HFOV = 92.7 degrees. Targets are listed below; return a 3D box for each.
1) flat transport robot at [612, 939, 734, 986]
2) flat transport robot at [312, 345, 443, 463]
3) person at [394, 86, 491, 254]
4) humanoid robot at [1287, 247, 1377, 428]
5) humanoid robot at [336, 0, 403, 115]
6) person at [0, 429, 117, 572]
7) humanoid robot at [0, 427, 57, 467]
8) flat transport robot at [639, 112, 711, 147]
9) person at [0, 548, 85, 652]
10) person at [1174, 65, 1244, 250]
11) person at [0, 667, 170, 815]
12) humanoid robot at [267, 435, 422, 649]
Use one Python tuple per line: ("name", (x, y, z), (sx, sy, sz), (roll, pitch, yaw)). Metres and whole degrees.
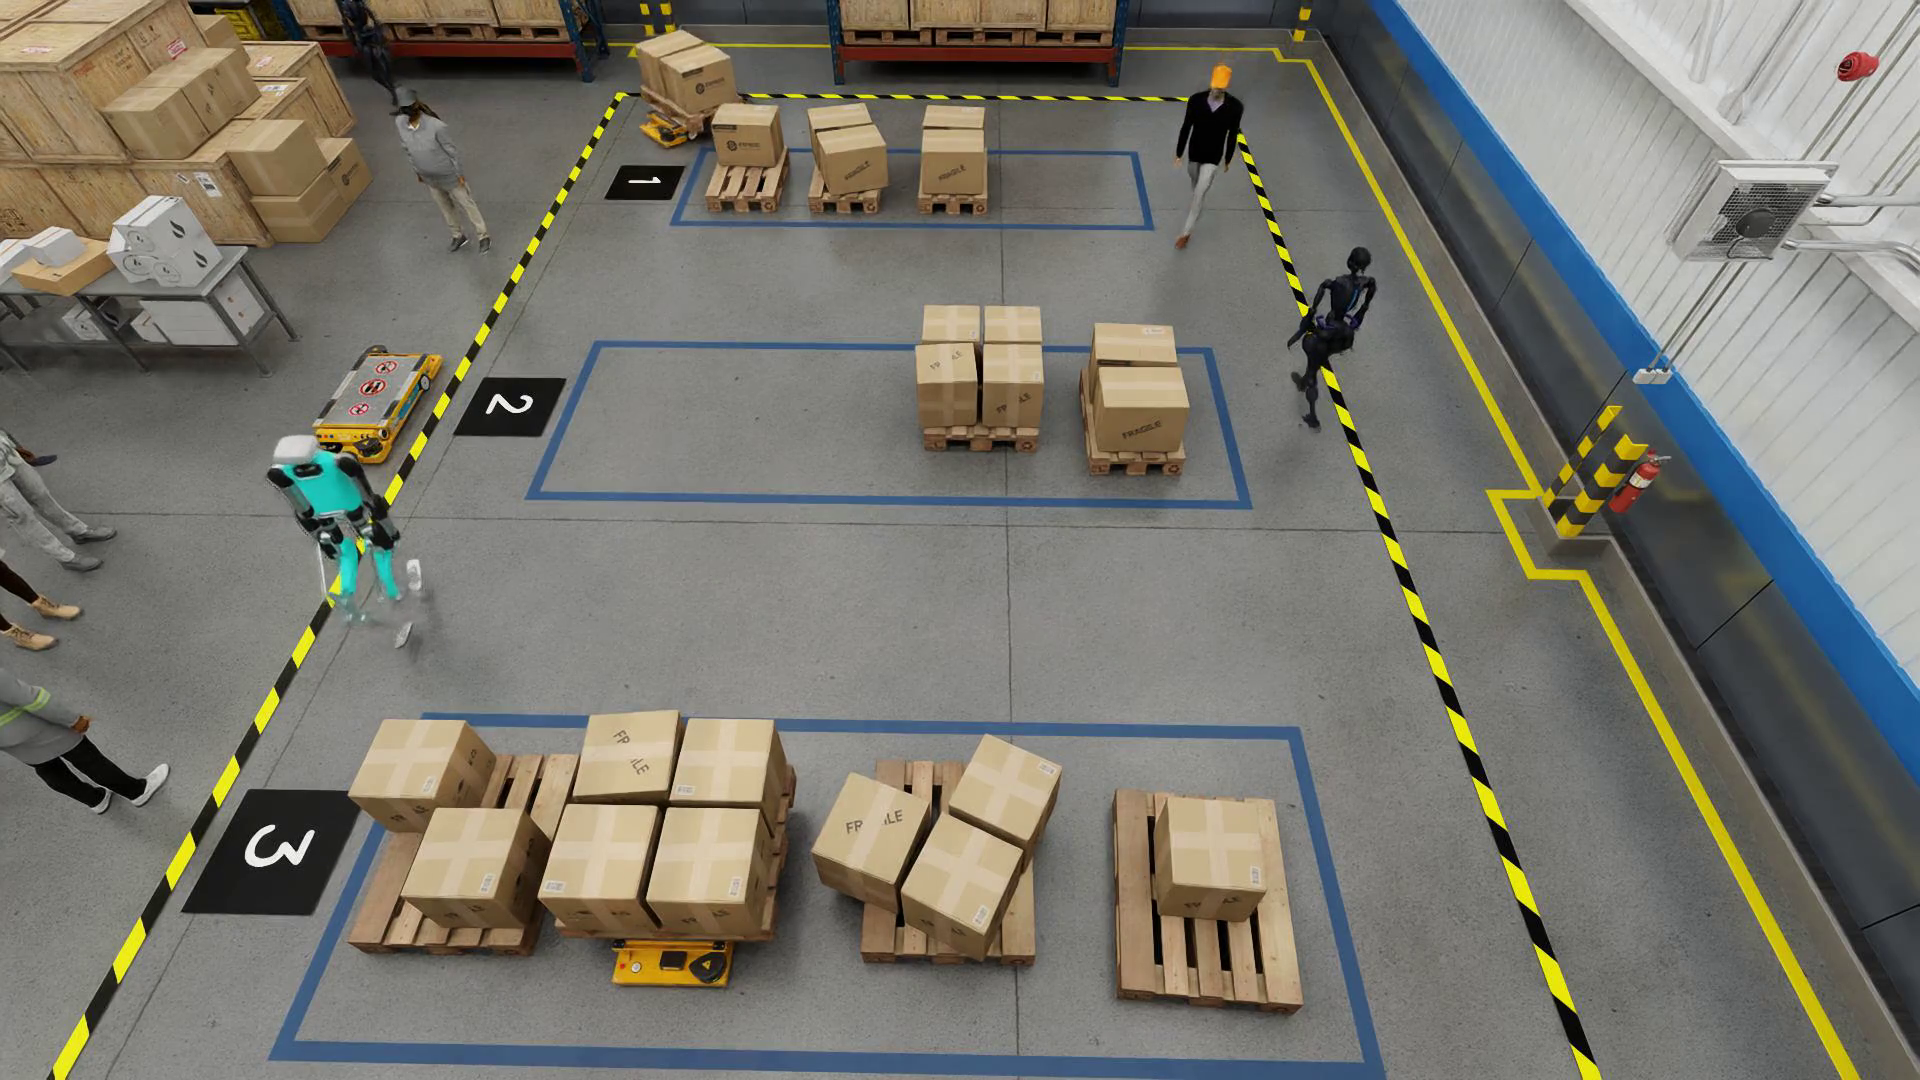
("flat transport robot", (-1.659, 1.971, 5.681), (0.652, 0.197, 1.431), (1, 50, 1))
("flat transport robot", (-5.383, -1.269, 8.441), (0.659, 0.231, 1.431), (1, 50, 1))
("person", (-5.479, -3.885, 9.671), (0.570, 1.769, 0.397), (5, 50, 4))
("humanoid robot", (3.218, -1.805, 8.012), (0.595, 1.636, 0.791), (-7, 50, -6))
("humanoid robot", (-7.695, -6.404, 11.871), (0.615, 1.636, 0.572), (16, 52, 13))
("person", (-7.091, -0.525, 6.710), (0.378, 1.950, 0.609), (-9, 50, -8))
("humanoid robot", (-8.298, -1.149, 7.425), (0.628, 1.631, 0.588), (-24, 54, -19))
("flat transport robot", (-3.454, -5.618, 12.103), (1.431, 0.197, 0.652), (-36, 59, -27))
("person", (-6.894, 0.010, 6.207), (0.394, 2.039, 0.607), (3, 50, 3))
("person", (2.644, -4.178, 9.872), (0.591, 1.840, 0.983), (23, 53, 18))
("person", (-5.550, 1.066, 5.428), (0.595, 1.850, 0.398), (-7, 50, -6))
("humanoid robot", (-4.171, 0.098, 6.320), (0.536, 1.733, 1.031), (-11, 51, -9))
